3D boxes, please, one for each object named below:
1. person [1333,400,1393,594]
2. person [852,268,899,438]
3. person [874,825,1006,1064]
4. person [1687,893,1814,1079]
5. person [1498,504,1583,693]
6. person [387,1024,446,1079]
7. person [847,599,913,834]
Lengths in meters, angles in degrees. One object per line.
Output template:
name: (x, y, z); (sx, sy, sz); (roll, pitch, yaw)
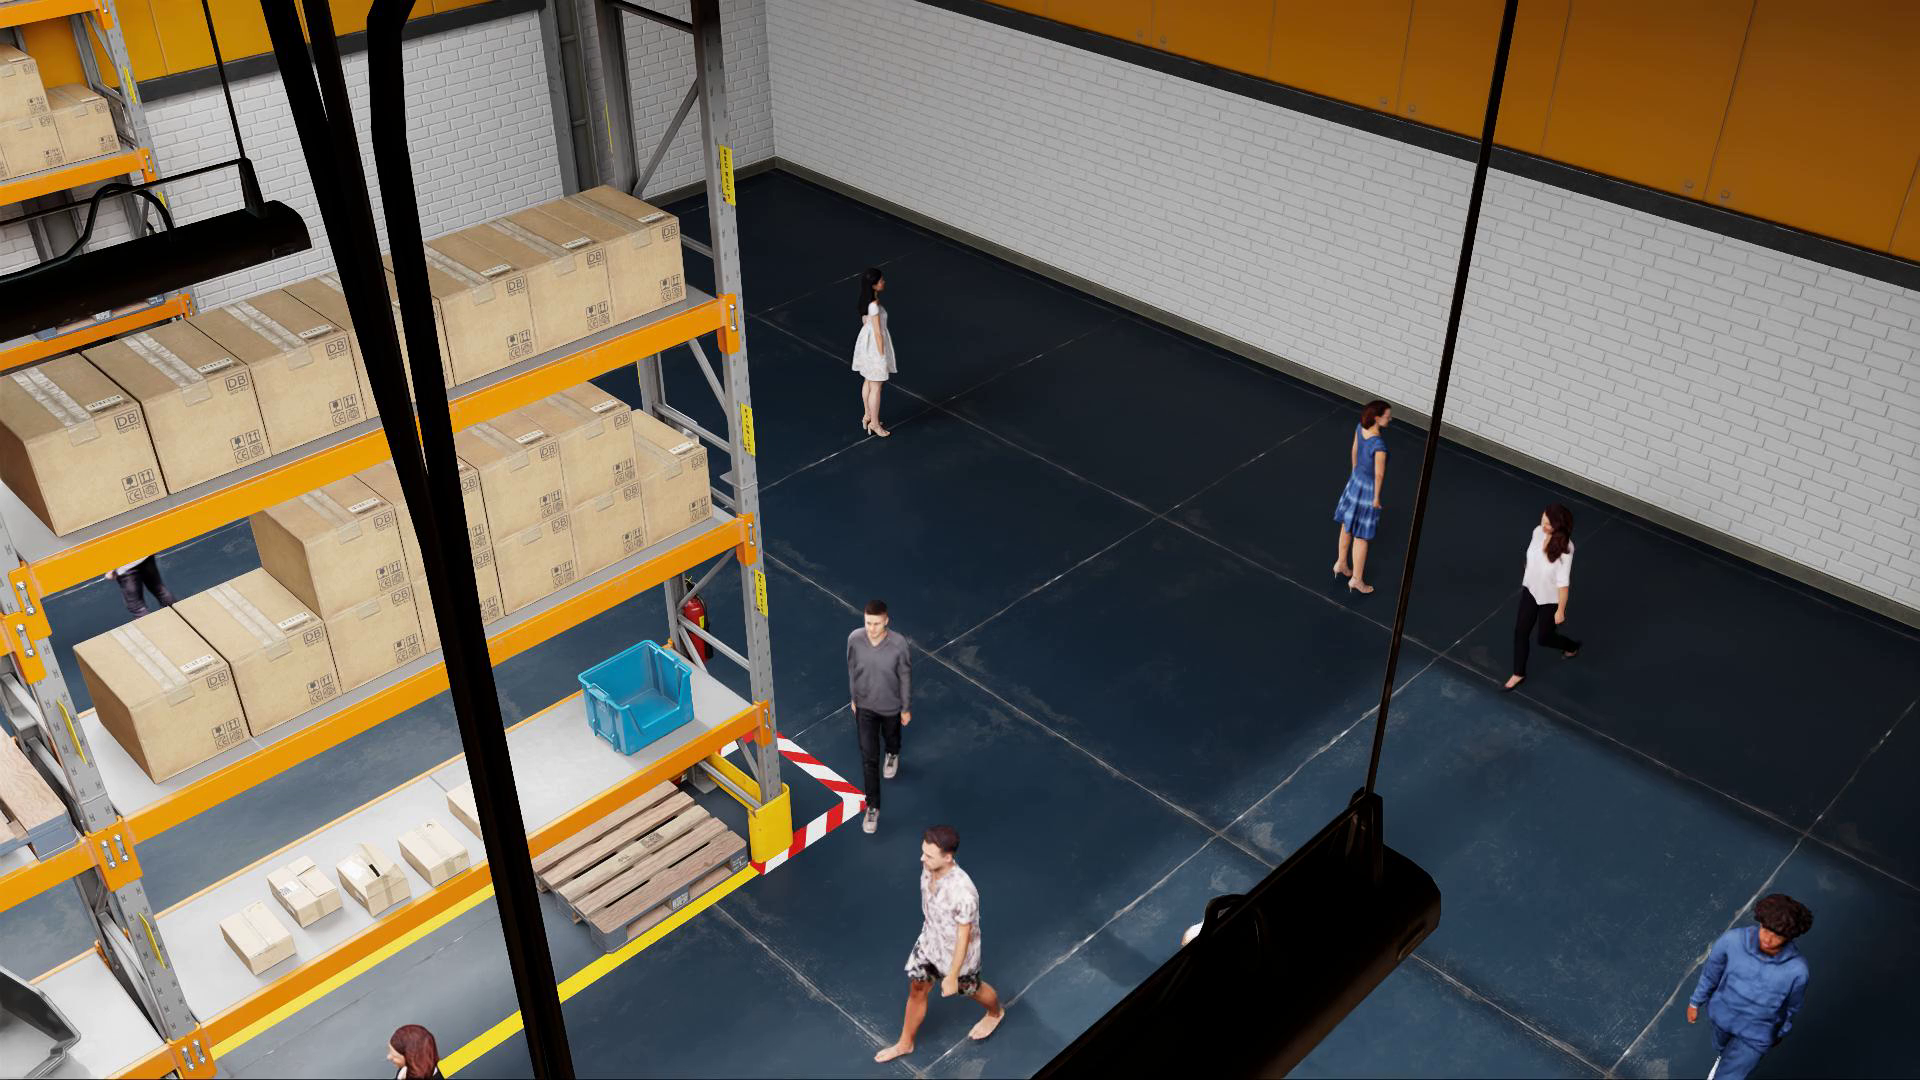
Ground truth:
person: (3.445, -0.377, 14.142); (0.756, 1.807, 0.760); (-9, 35, -13)
person: (-0.840, -1.858, 16.399); (0.784, 1.774, 0.760); (-10, 35, -15)
person: (0.018, 2.403, 9.986); (1.164, 1.778, 0.821); (-21, 39, -28)
person: (4.530, 2.687, 9.564); (0.682, 1.771, 1.139); (28, 43, 35)
person: (4.629, 0.432, 12.968); (1.063, 1.760, 0.828); (-14, 36, -20)
person: (-2.763, 3.183, 8.796); (0.541, 1.795, 0.614); (-21, 39, -28)
person: (-0.550, 1.133, 11.952); (1.075, 1.716, 1.199); (3, 34, 5)
